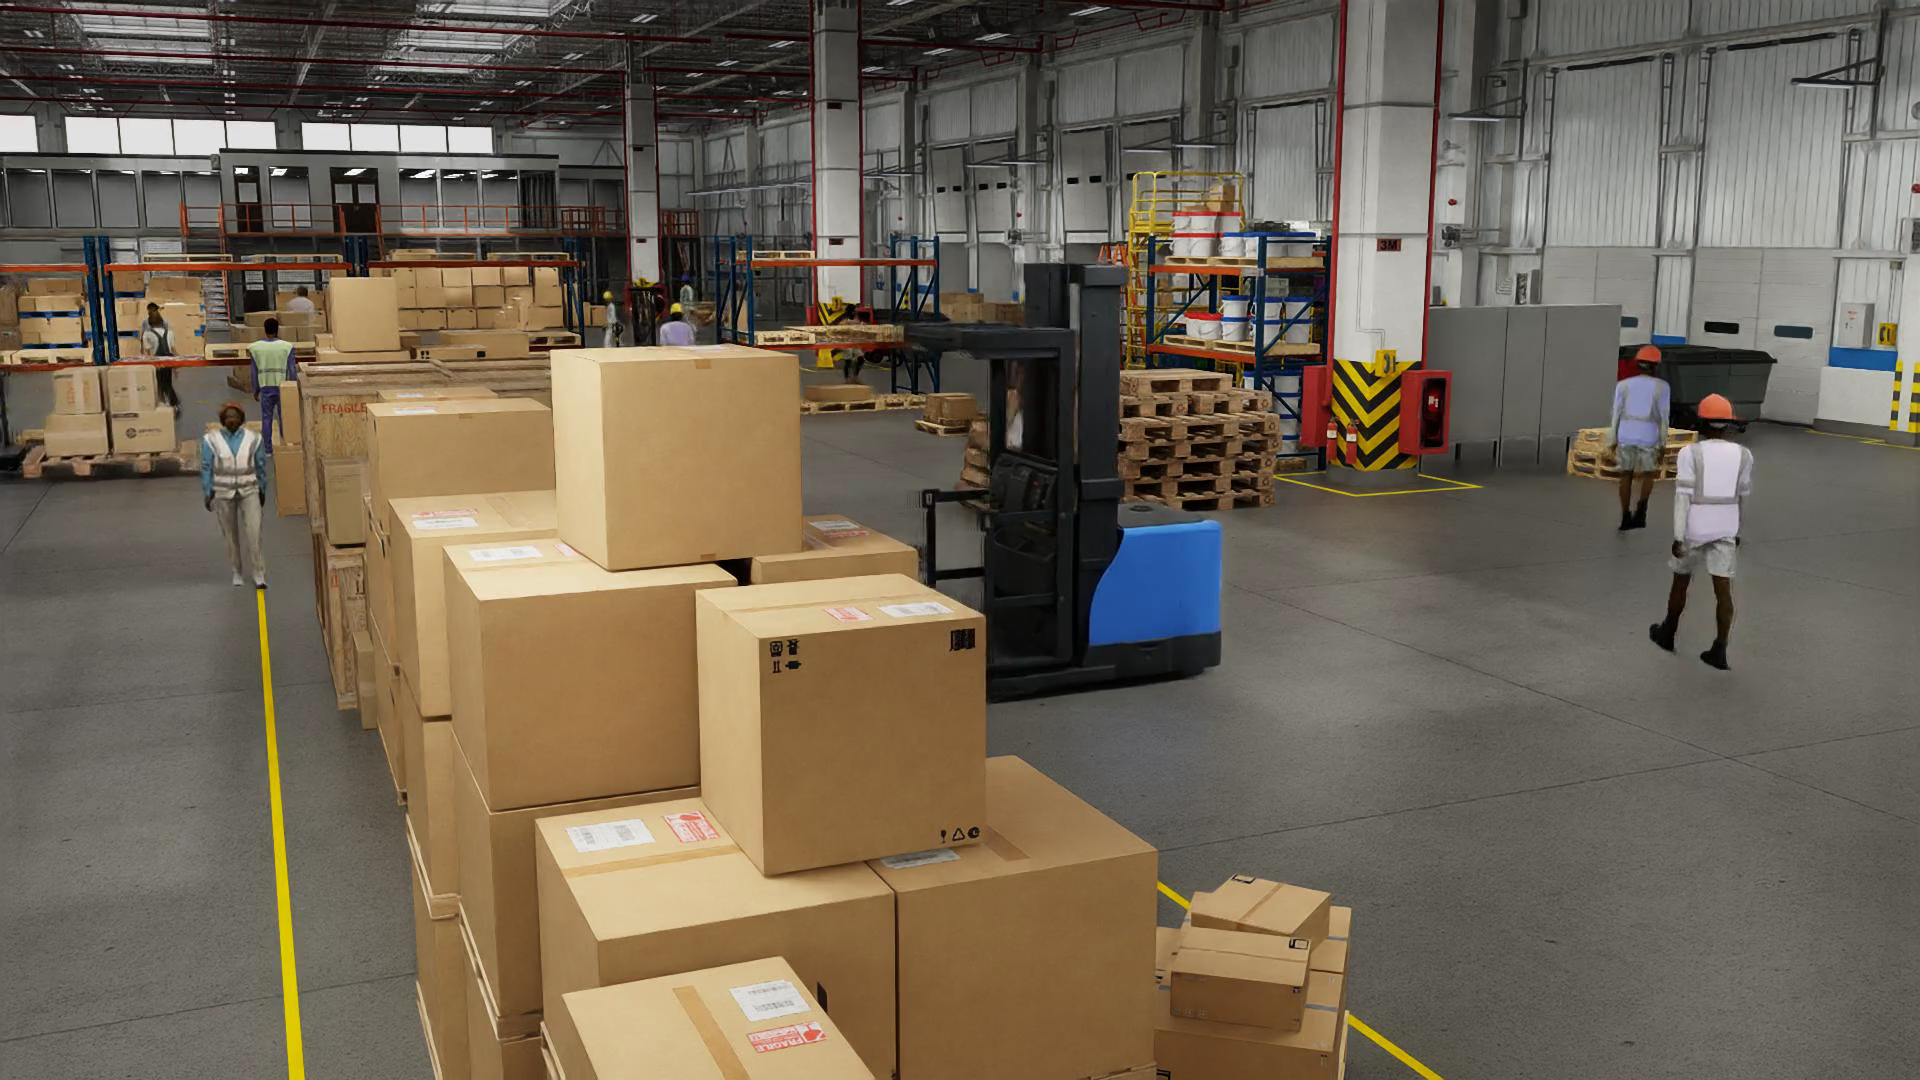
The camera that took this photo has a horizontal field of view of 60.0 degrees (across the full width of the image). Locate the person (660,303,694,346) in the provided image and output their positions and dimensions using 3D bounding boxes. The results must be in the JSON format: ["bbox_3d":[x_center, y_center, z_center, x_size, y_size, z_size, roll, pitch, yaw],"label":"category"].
[{"bbox_3d":[-4.830,-3.082,28.350,0.608,1.901,0.420,-5,11,-26],"label":"person"}]

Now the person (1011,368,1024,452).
[{"bbox_3d":[0.626,-0.586,14.667,0.362,1.883,0.575,-4,11,-22],"label":"person"}]

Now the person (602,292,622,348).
[{"bbox_3d":[-8.553,-5.161,40.369,0.866,1.703,0.499,-3,11,-16],"label":"person"}]

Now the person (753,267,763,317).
[{"bbox_3d":[-7.797,-9.561,64.001,0.355,1.930,0.587,0,10,1],"label":"person"}]

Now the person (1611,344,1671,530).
[{"bbox_3d":[6.995,-1.047,17.103,0.565,1.916,0.446,7,12,34],"label":"person"}]

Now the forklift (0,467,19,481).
[{"bbox_3d":[-12.736,-2.099,20.255,1.873,2.768,1.129,-4,11,-23],"label":"forklift"}]

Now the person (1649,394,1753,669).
[{"bbox_3d":[5.309,-0.088,11.881,0.573,1.891,0.929,0,10,0],"label":"person"}]

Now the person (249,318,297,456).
[{"bbox_3d":[-9.448,-2.095,22.924,0.591,1.910,0.406,-2,11,-12],"label":"person"}]

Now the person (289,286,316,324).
[{"bbox_3d":[-15.154,-4.898,38.338,0.636,1.920,0.683,1,10,8],"label":"person"}]

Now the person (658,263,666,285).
[{"bbox_3d":[-13.376,-11.368,73.834,0.625,1.982,0.409,2,11,13],"label":"person"}]

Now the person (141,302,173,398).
[{"bbox_3d":[-14.985,-3.526,31.037,0.534,1.828,0.963,-1,10,-7],"label":"person"}]

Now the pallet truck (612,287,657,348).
[{"bbox_3d":[-6.464,-4.406,35.401,0.823,1.965,1.885,6,12,32],"label":"pallet truck"}]

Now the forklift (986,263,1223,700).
[{"bbox_3d":[0.770,-0.478,11.321,1.873,2.768,1.129,-4,11,-23],"label":"forklift"}]

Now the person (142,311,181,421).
[{"bbox_3d":[-12.952,-2.791,26.960,0.422,1.830,0.520,8,13,36],"label":"person"}]

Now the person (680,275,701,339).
[{"bbox_3d":[-7.996,-6.829,48.962,0.729,1.925,0.617,3,11,14],"label":"person"}]

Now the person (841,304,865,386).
[{"bbox_3d":[-2.159,-3.929,33.631,0.506,1.675,0.565,8,13,37],"label":"person"}]

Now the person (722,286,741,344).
[{"bbox_3d":[-6.263,-6.079,45.146,0.866,1.807,0.651,9,14,42],"label":"person"}]

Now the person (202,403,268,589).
[{"bbox_3d":[-6.166,-0.357,14.182,0.521,1.604,0.819,-5,11,-25],"label":"person"}]
